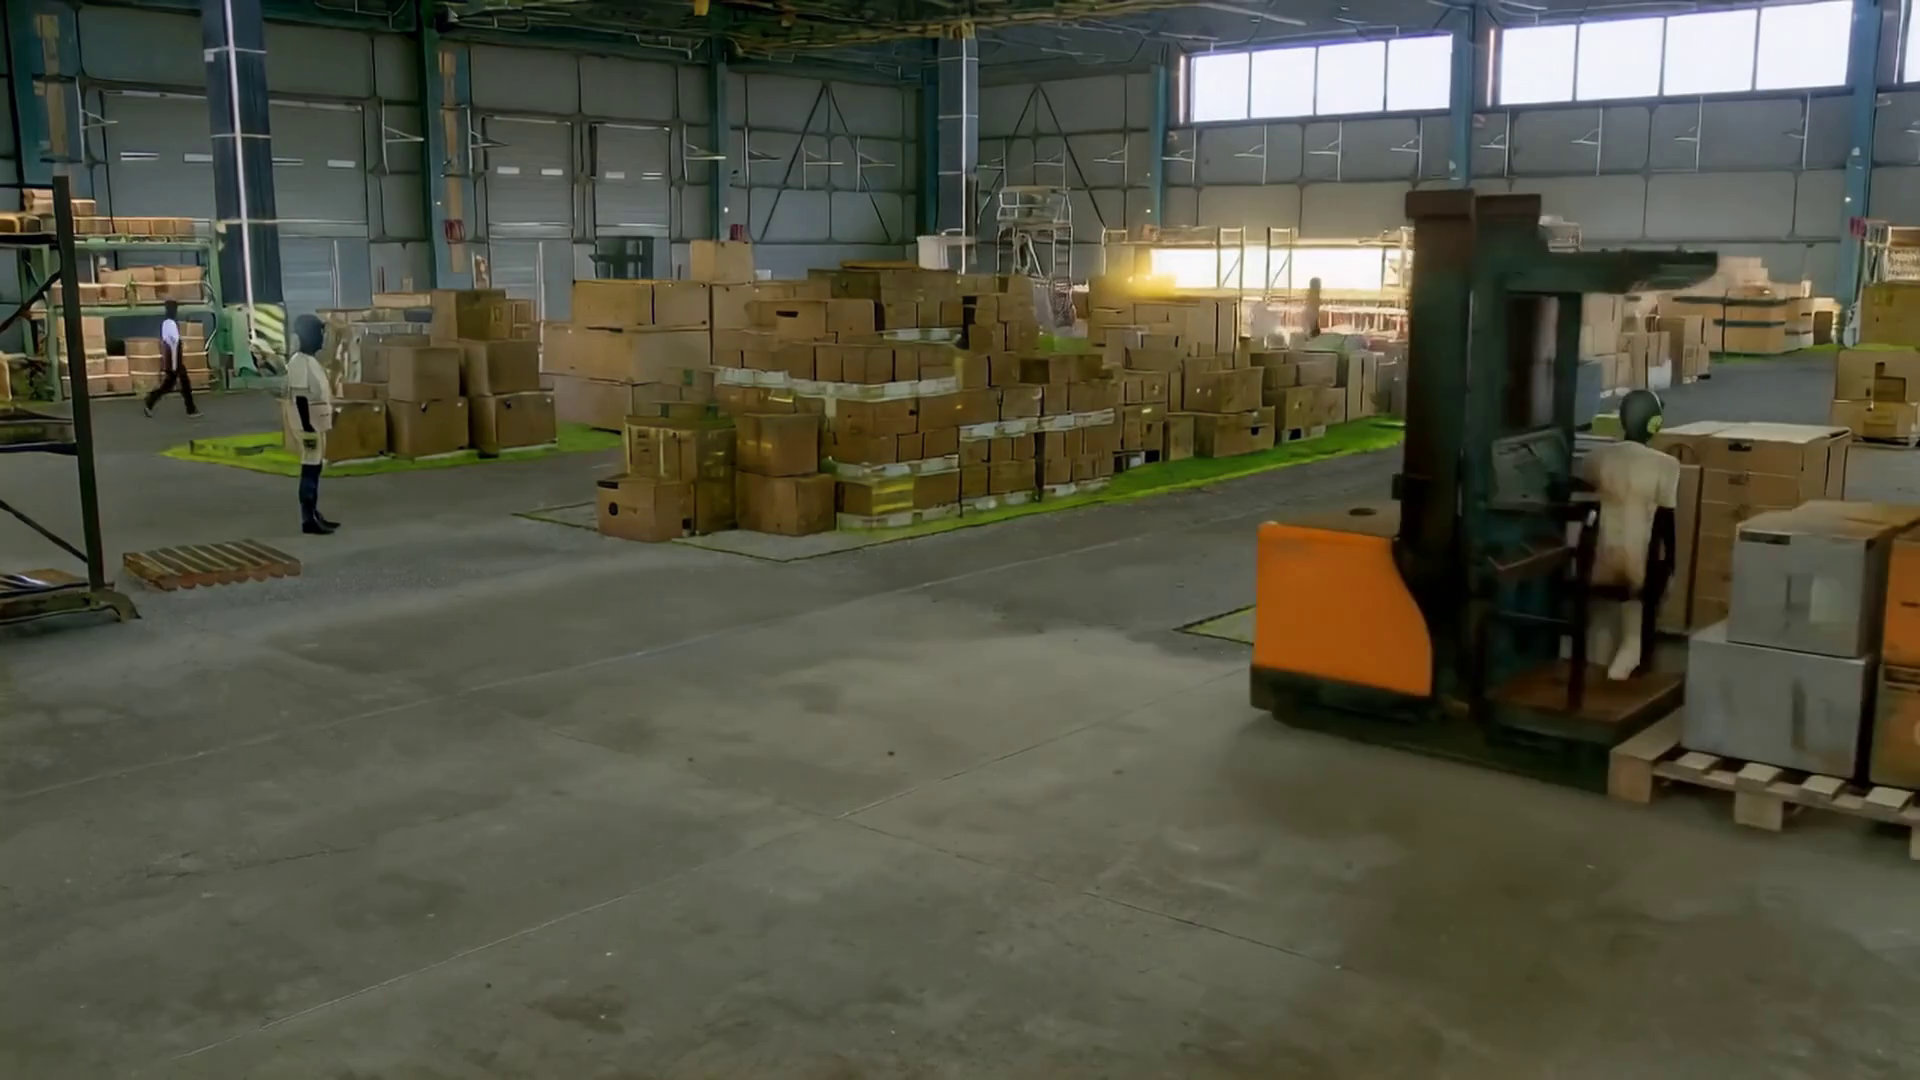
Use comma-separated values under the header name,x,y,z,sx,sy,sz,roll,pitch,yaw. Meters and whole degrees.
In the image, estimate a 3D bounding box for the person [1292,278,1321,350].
name,x,y,z,sx,sy,sz,roll,pitch,yaw
person,7.461,-4.645,35.616,0.859,1.913,0.635,-1,10,-6

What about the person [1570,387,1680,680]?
name,x,y,z,sx,sy,sz,roll,pitch,yaw
person,3.395,0.139,8.586,0.541,1.846,0.677,8,13,39

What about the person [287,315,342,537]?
name,x,y,z,sx,sy,sz,roll,pitch,yaw
person,-5.740,-1.008,14.734,0.367,1.966,0.605,-2,10,-12

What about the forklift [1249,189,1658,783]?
name,x,y,z,sx,sy,sz,roll,pitch,yaw
forklift,2.583,-0.386,8.590,1.873,2.768,1.129,8,13,40

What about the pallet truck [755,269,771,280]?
name,x,y,z,sx,sy,sz,roll,pitch,yaw
pallet truck,-4.996,-6.432,45.525,1.885,1.965,0.823,-6,12,-32

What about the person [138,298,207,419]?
name,x,y,z,sx,sy,sz,roll,pitch,yaw
person,-11.806,-2.700,24.805,0.868,1.817,0.526,-7,12,-34

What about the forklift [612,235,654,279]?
name,x,y,z,sx,sy,sz,roll,pitch,yaw
forklift,-7.300,-5.450,37.421,1.873,2.768,1.129,8,13,40

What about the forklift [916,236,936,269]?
name,x,y,z,sx,sy,sz,roll,pitch,yaw
forklift,-0.744,-5.764,39.211,1.873,2.768,1.129,2,10,12

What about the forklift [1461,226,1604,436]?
name,x,y,z,sx,sy,sz,roll,pitch,yaw
forklift,7.339,-2.688,21.696,1.873,2.768,1.129,8,13,40
